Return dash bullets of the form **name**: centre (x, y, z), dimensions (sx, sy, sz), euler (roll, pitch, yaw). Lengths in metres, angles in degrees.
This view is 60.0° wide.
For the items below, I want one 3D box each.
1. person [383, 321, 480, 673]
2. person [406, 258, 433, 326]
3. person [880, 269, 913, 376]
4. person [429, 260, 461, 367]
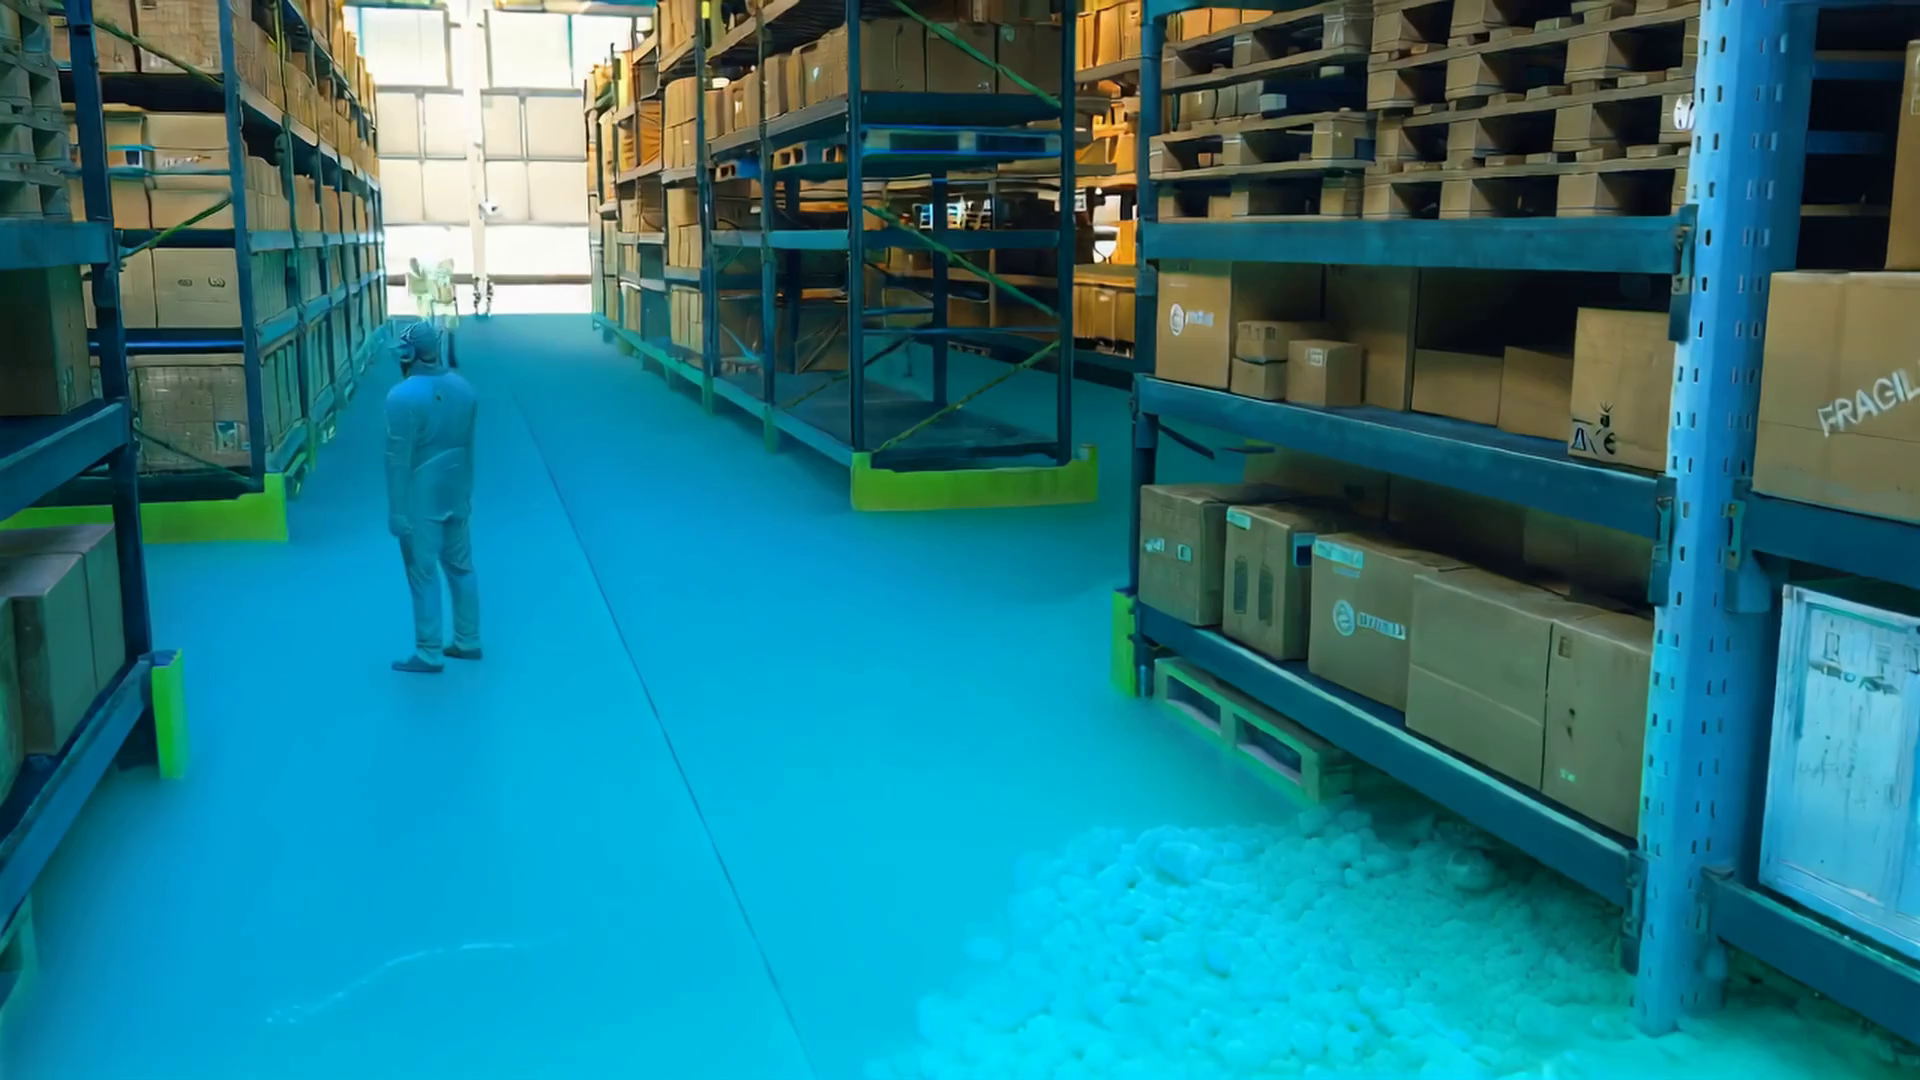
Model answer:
- **person**: centre (-2.894, -0.232, 9.051), dimensions (0.399, 1.900, 0.647), euler (4, 11, 22)
- **person**: centre (-14.043, -6.417, 43.207), dimensions (0.647, 1.805, 0.495), euler (0, 10, -2)
- **person**: centre (-1.040, -3.637, 27.950), dimensions (0.586, 1.808, 0.786), euler (-4, 11, -21)
- **person**: centre (-9.291, -4.087, 30.058), dimensions (0.543, 1.939, 0.360), euler (-9, 14, -42)
